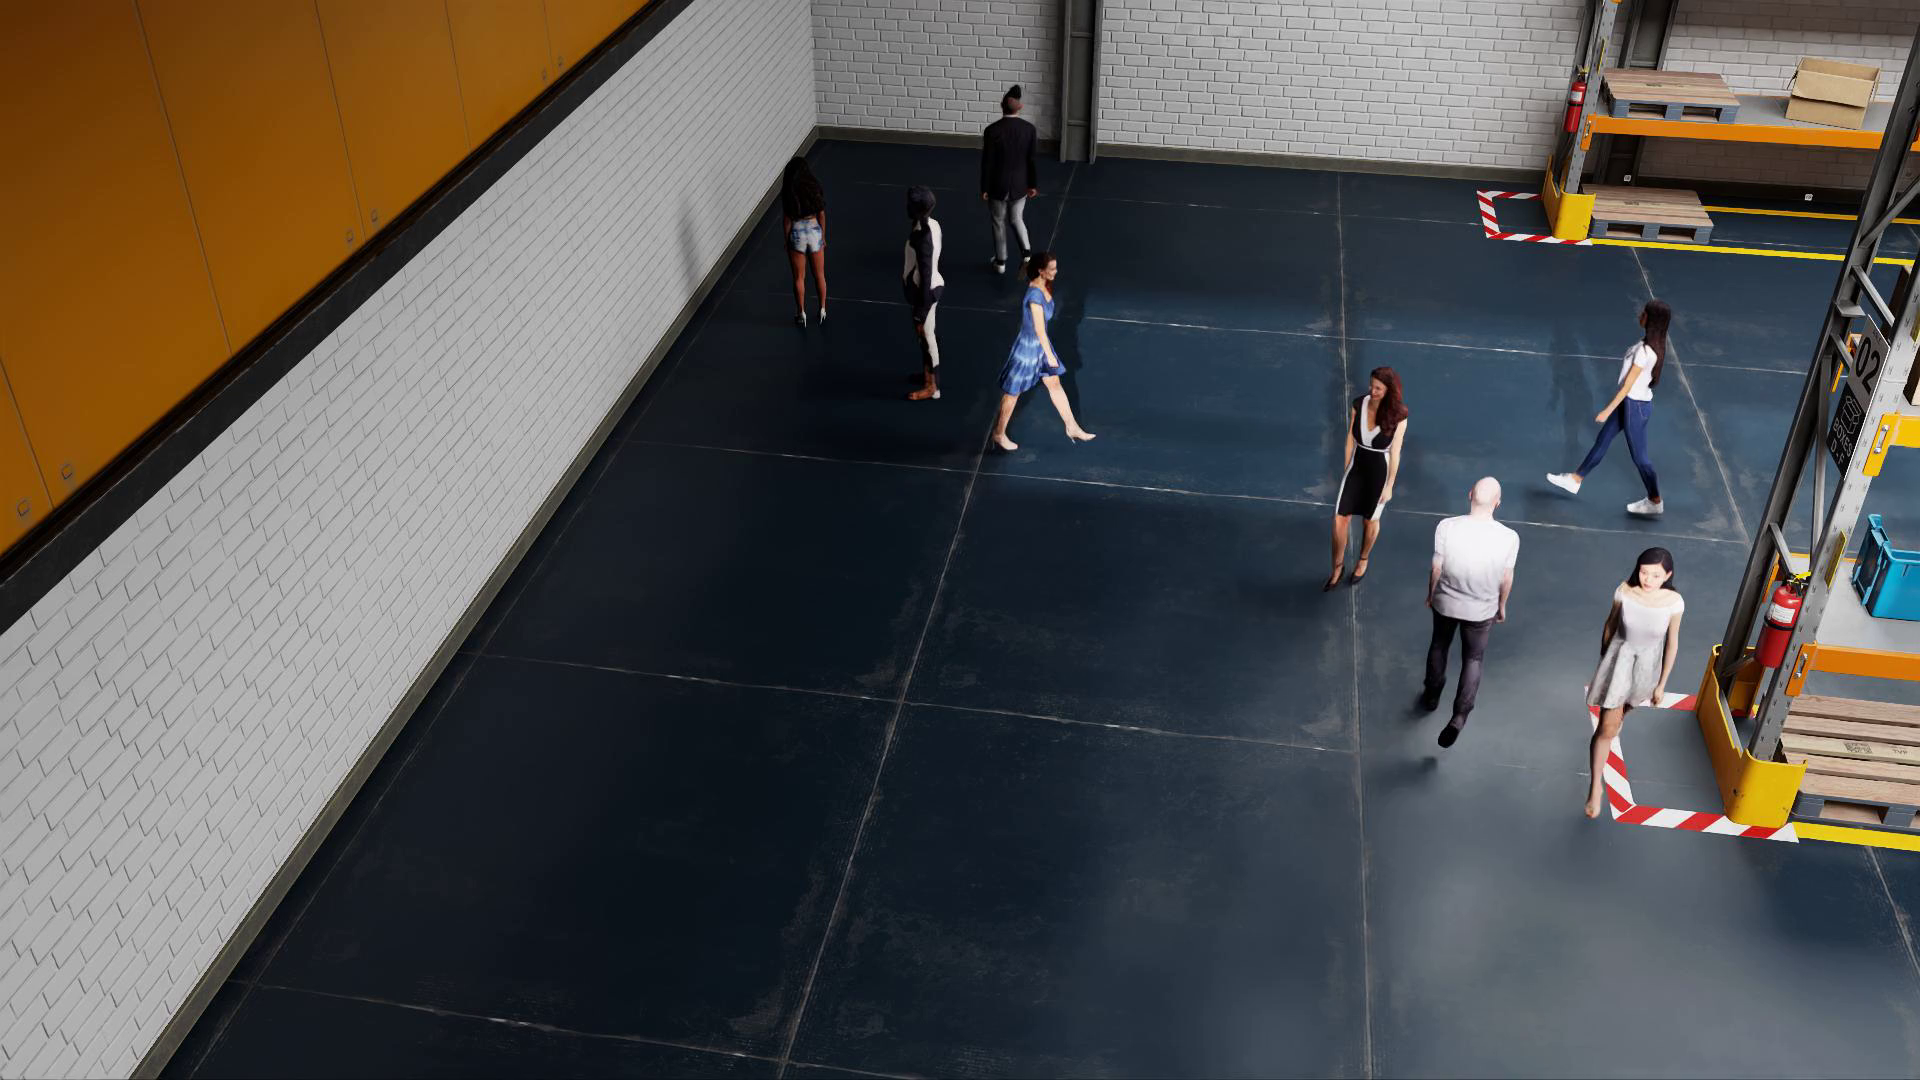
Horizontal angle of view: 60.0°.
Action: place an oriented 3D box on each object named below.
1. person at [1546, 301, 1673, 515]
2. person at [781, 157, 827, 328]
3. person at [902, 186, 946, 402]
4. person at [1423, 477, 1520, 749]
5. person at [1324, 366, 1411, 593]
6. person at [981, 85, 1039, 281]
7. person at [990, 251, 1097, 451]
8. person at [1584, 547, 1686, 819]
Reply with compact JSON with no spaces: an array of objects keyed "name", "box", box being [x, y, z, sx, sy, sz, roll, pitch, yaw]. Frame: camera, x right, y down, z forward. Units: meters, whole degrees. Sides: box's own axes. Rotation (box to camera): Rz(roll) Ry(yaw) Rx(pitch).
[{"name":"person","box":[5.195,-0.942,12.604,1.182,1.728,0.778,14,36,19]},{"name":"person","box":[-1.441,-2.757,15.435,0.650,1.618,0.727,-10,35,-15]},{"name":"person","box":[-0.302,-2.106,14.210,0.607,1.890,0.707,2,34,4]},{"name":"person","box":[3.144,0.466,10.413,1.040,1.809,0.855,13,36,18]},{"name":"person","box":[2.954,-0.463,11.836,0.759,1.781,0.787,20,38,27]},{"name":"person","box":[0.506,-3.429,16.164,1.098,1.931,1.056,-10,35,-15]},{"name":"person","box":[0.498,-1.477,13.383,1.075,1.758,0.631,6,34,8]},{"name":"person","box":[4.069,0.758,10.054,1.211,1.720,0.838,13,36,19]}]
